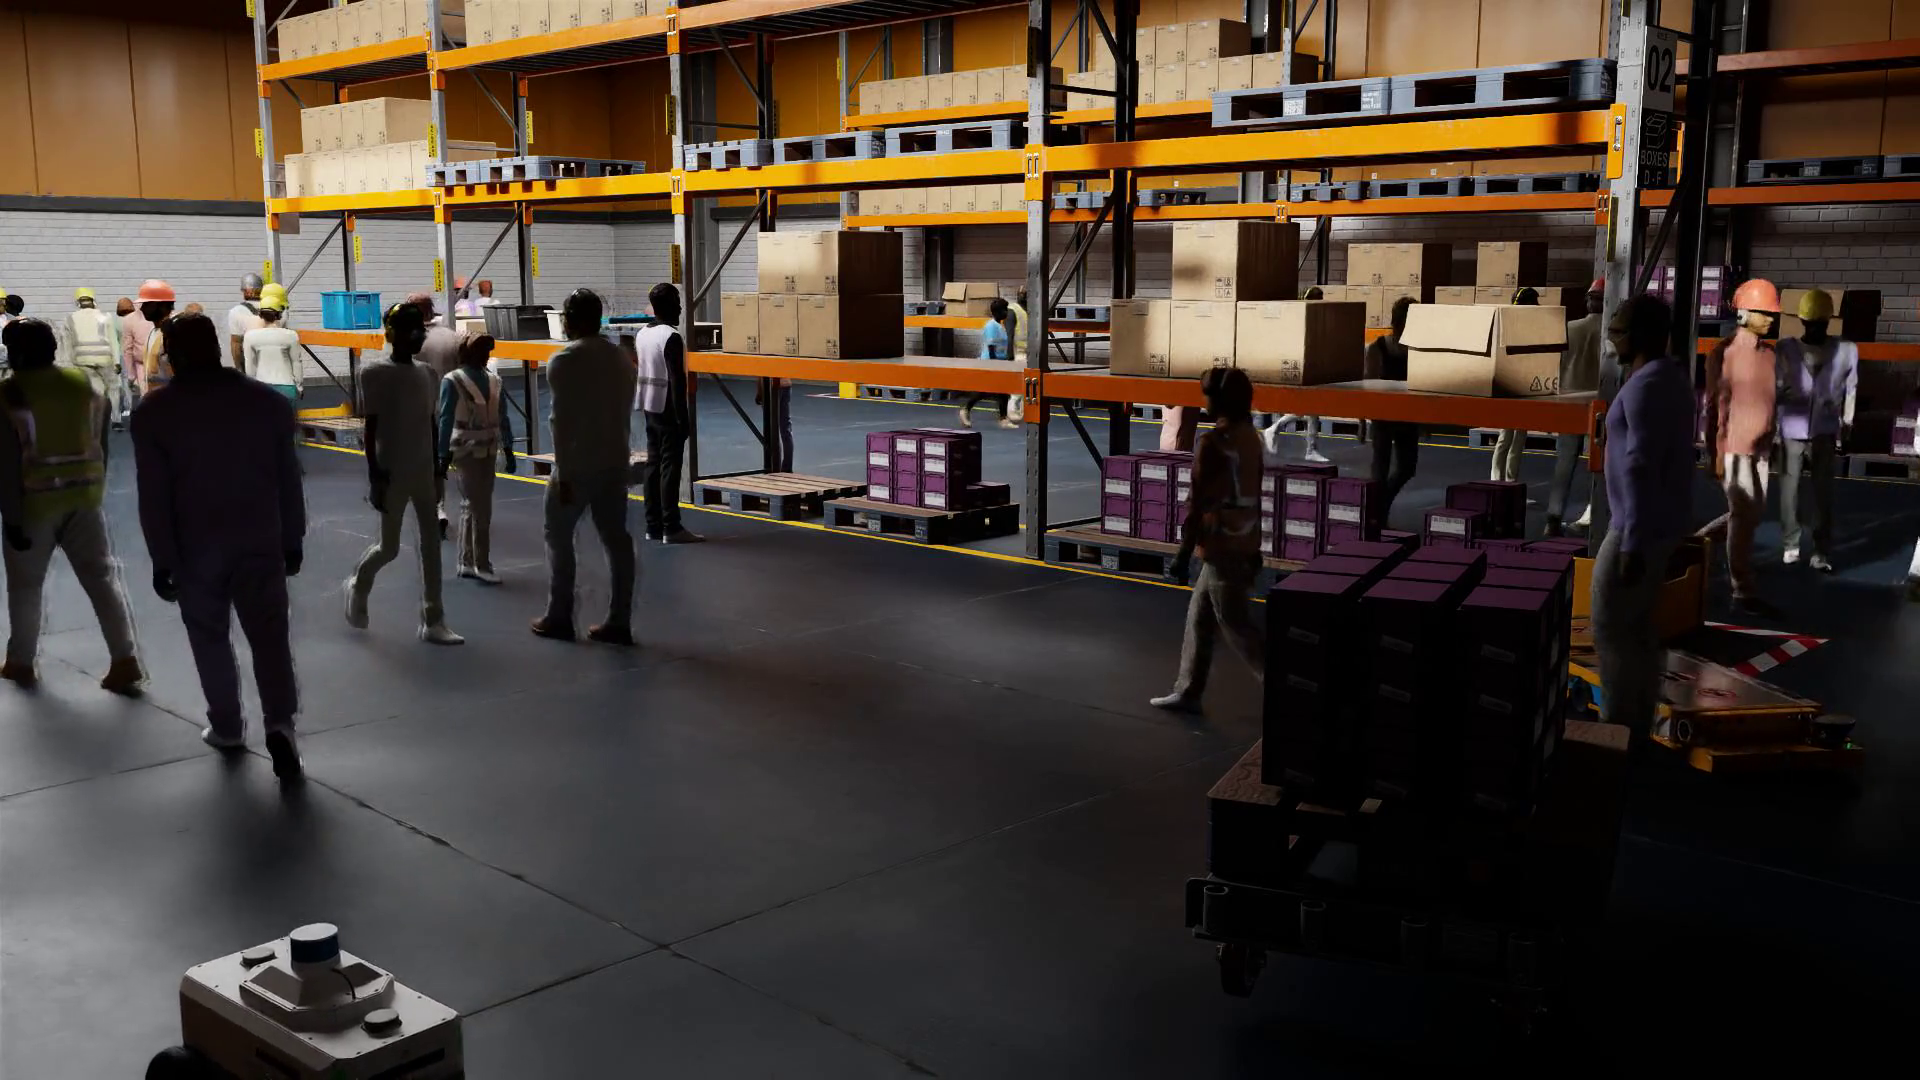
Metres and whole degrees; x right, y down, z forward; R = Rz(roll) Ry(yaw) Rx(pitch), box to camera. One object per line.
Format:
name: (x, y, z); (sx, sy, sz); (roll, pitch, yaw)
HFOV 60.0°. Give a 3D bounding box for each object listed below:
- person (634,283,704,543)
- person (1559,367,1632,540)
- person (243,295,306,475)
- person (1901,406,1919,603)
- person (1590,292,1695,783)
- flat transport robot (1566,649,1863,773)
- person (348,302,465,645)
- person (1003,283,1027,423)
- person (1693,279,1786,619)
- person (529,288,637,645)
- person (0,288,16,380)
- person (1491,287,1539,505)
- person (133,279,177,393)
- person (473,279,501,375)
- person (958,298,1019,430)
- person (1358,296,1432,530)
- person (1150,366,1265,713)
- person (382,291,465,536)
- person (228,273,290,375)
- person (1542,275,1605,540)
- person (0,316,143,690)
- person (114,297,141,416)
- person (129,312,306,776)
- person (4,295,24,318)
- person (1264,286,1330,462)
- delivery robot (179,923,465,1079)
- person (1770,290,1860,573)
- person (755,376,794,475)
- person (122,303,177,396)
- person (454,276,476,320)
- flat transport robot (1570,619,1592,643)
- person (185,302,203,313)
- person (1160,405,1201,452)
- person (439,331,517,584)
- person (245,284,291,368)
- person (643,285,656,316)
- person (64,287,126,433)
person: (-2.189, -0.933, 12.310); (0.393, 1.920, 0.591); (-7, 12, -38)
person: (4.768, -0.732, 12.019); (0.518, 1.587, 0.821); (-5, 10, -27)
person: (-6.672, -1.494, 16.213); (0.525, 1.769, 0.310); (-2, 10, -14)
person: (5.930, -0.519, 9.919); (0.602, 1.865, 0.469); (-9, 13, -43)
person: (2.694, -0.017, 6.663); (0.429, 1.927, 0.668); (5, 11, 29)
flat transport robot: (3.174, 0.709, 7.274); (0.652, 0.197, 1.431); (-1, 9, -8)
person: (-3.044, -0.361, 9.008); (0.750, 1.850, 0.528); (7, 12, 37)
person: (0.851, -2.431, 21.746); (0.446, 1.828, 0.643); (8, 12, 39)
person: (4.577, -0.556, 9.837); (0.619, 1.965, 0.766); (-6, 11, -32)
person: (-2.074, -0.397, 9.042); (0.806, 1.908, 0.648); (6, 11, 33)
person: (-11.335, -2.088, 19.641); (0.403, 1.837, 0.590); (3, 10, 18)
person: (4.753, -1.208, 14.157); (0.534, 1.865, 0.311); (-7, 12, -38)
person: (-6.147, -1.037, 12.882); (0.542, 1.939, 0.363); (8, 12, 39)
person: (-7.471, -3.186, 26.307); (0.594, 1.860, 0.845); (6, 11, 31)
person: (0.359, -2.218, 20.959); (0.730, 1.667, 0.544); (4, 10, 24)
person: (3.225, -0.908, 12.433); (0.546, 1.831, 0.653); (-1, 9, -6)
person: (1.219, 0.040, 7.302); (0.815, 1.606, 0.518); (6, 11, 31)
person: (-4.060, -0.963, 12.693); (0.645, 1.864, 0.955); (-6, 11, -34)
person: (-7.874, -2.036, 18.698); (0.688, 2.000, 1.045); (-9, 13, -43)
person: (4.608, -0.939, 12.159); (0.627, 1.978, 0.461); (7, 11, 35)
person: (-4.331, -0.169, 7.990); (0.950, 1.805, 0.614); (7, 11, 35)
person: (-11.399, -2.511, 22.854); (0.498, 1.633, 0.279); (-7, 12, -37)
person: (-2.953, 0.012, 6.714); (0.644, 1.863, 0.943); (-6, 11, -34)
person: (-11.975, -2.268, 21.171); (0.318, 1.697, 0.535); (-2, 9, -11)
person: (3.594, -1.746, 17.533); (0.525, 1.852, 0.683); (-8, 12, -41)
delivery robot: (-1.427, 1.102, 3.712); (0.707, 0.478, 0.477); (8, 12, 39)
person: (5.676, -0.721, 11.128); (0.588, 1.872, 0.855); (3, 10, 20)
person: (-1.782, -1.446, 15.912); (0.306, 1.772, 0.525); (4, 10, 25)
person: (-8.619, -1.821, 17.896); (0.654, 1.876, 0.880); (-5, 11, -30)
person: (-6.957, -2.730, 23.302); (0.575, 1.921, 0.447); (5, 10, 28)
flat transport robot: (2.745, 0.552, 8.242); (1.431, 0.197, 0.652); (-2, 9, -9)
person: (-9.507, -2.145, 20.693); (0.513, 1.614, 0.333); (-3, 10, -19)
person: (2.048, -1.380, 15.084); (0.407, 1.910, 0.638); (8, 12, 41)
person: (-3.048, -0.528, 10.703); (0.599, 1.615, 0.551); (5, 10, 26)
person: (-6.834, -1.579, 16.427); (0.418, 1.885, 0.843); (-8, 12, -40)
person: (-4.893, -3.249, 26.982); (0.526, 1.770, 0.324); (6, 11, 31)
person: (-10.585, -2.189, 20.399); (0.625, 1.791, 0.667); (-2, 9, -11)
